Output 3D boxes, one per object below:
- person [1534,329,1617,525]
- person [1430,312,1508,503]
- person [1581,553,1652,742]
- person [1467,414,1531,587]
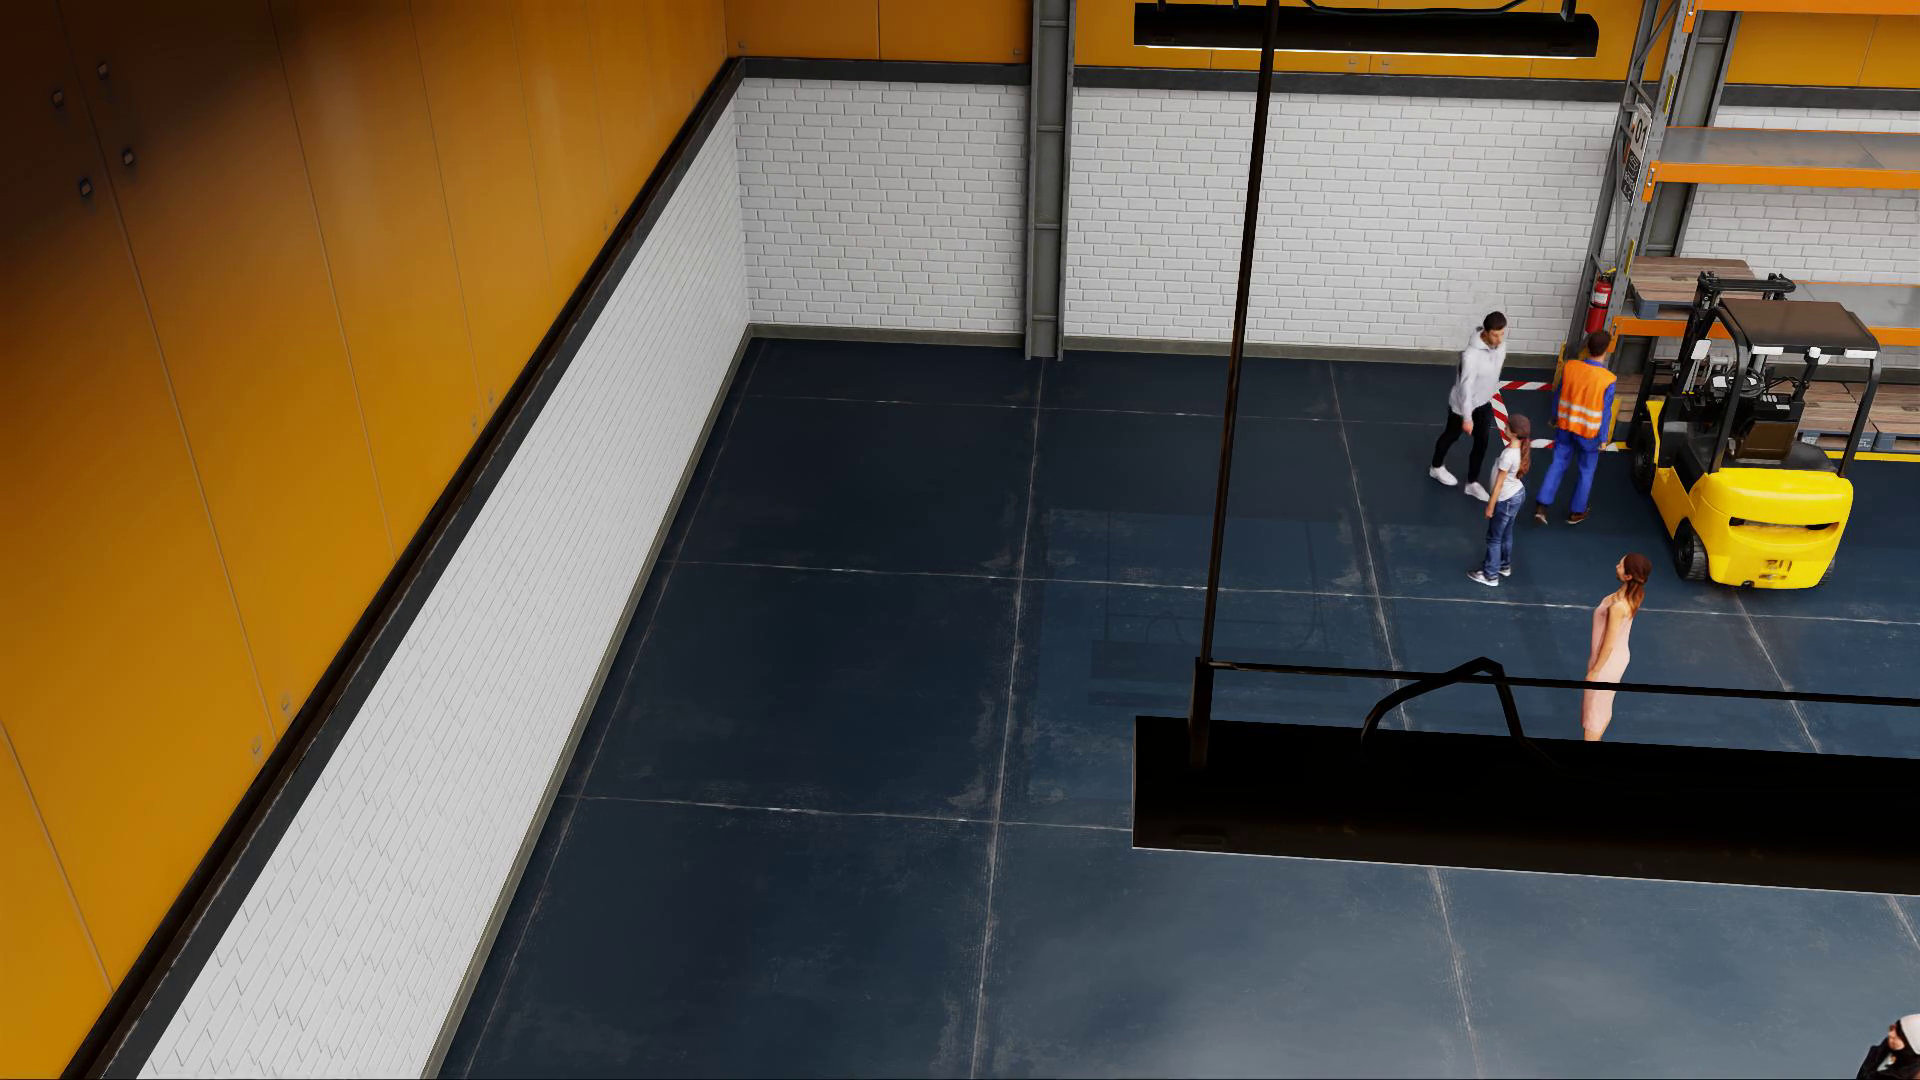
[{"bbox_3d":[5.302,-0.918,14.397,1.106,1.833,1.061,-24,41,-32],"label":"person"},{"bbox_3d":[4.522,-1.268,14.890,1.037,1.869,1.061,-24,40,-31],"label":"person"},{"bbox_3d":[4.568,0.863,11.718,0.676,1.832,0.666,23,40,30],"label":"person"},{"bbox_3d":[4.526,-0.349,13.785,0.658,1.561,0.614,25,41,33],"label":"person"}]
